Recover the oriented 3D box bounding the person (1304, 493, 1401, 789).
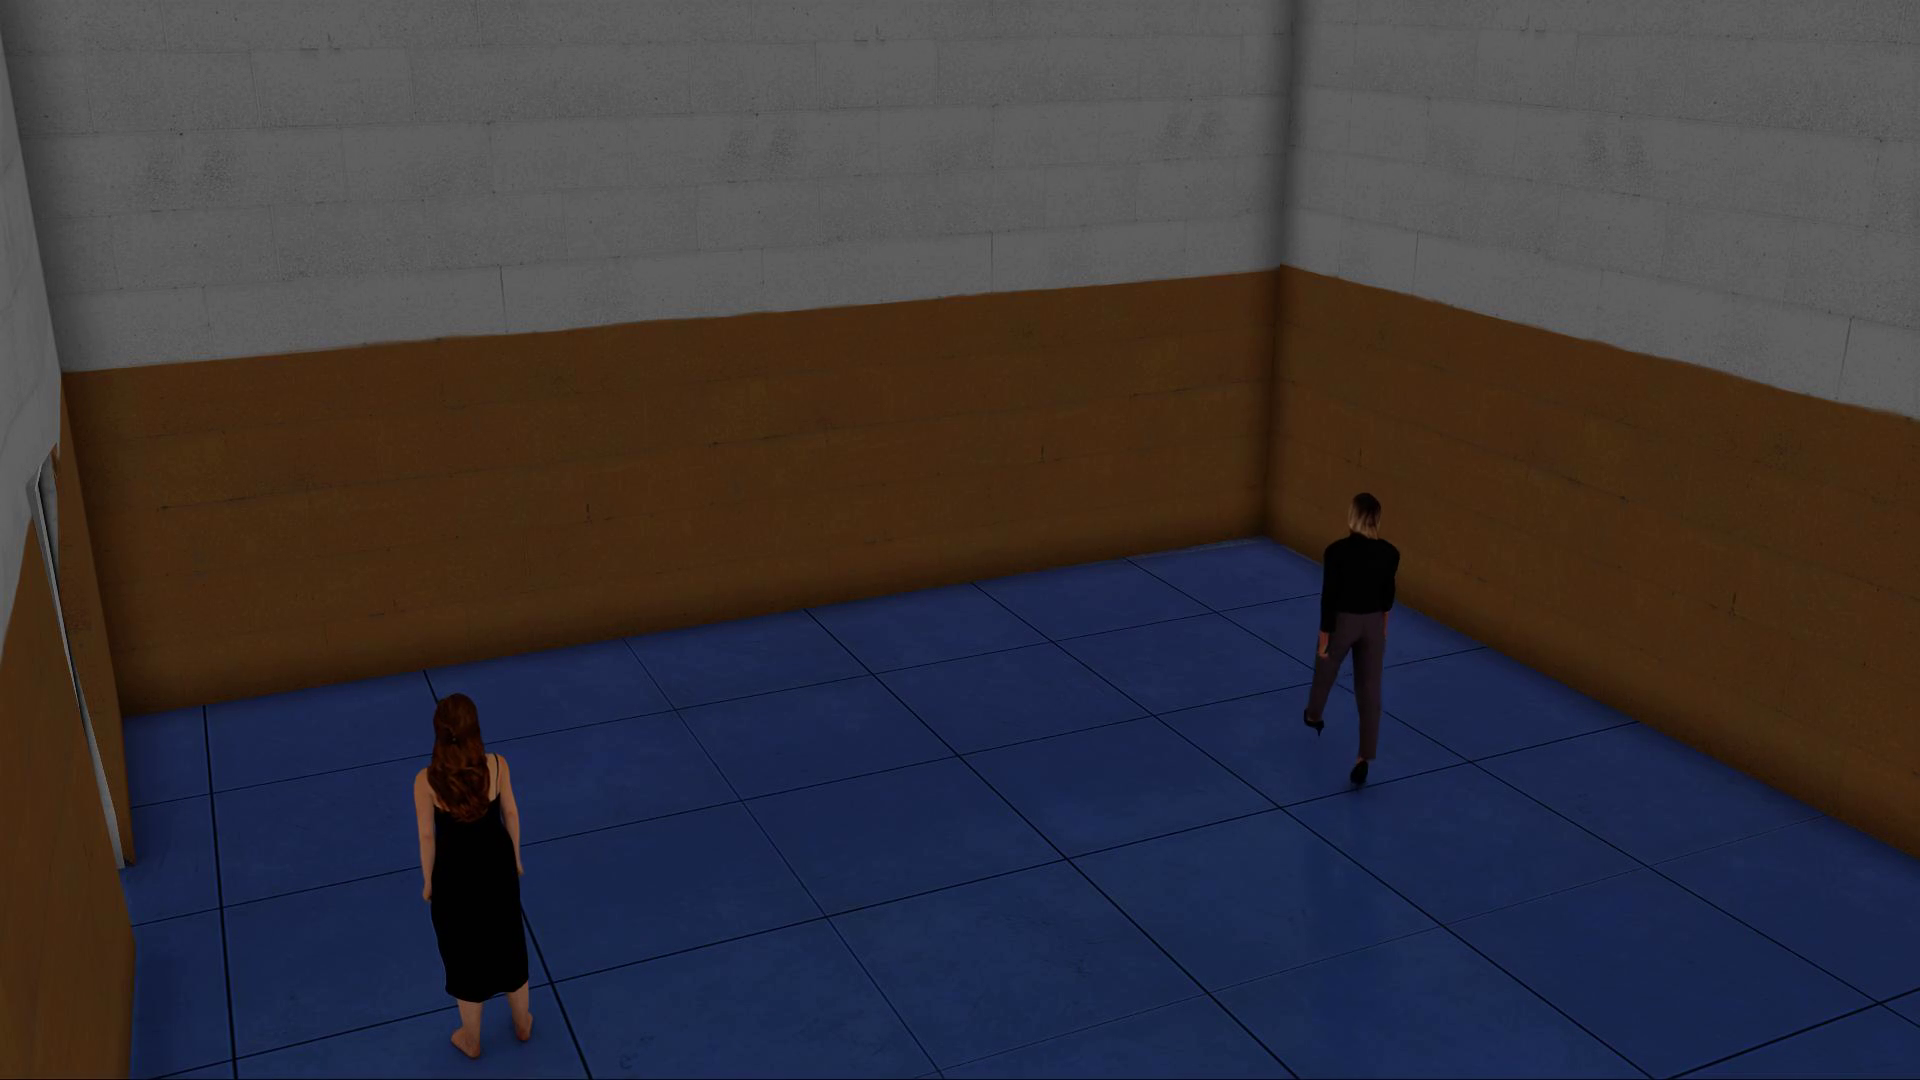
[{"bbox_3d":[2.218,0.592,9.216,1.075,1.630,0.912,-2,19,-6],"label":"person"}]

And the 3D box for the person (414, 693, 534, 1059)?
[{"bbox_3d":[-2.009,1.385,6.872,0.514,1.624,0.639,-10,21,-28],"label":"person"}]
